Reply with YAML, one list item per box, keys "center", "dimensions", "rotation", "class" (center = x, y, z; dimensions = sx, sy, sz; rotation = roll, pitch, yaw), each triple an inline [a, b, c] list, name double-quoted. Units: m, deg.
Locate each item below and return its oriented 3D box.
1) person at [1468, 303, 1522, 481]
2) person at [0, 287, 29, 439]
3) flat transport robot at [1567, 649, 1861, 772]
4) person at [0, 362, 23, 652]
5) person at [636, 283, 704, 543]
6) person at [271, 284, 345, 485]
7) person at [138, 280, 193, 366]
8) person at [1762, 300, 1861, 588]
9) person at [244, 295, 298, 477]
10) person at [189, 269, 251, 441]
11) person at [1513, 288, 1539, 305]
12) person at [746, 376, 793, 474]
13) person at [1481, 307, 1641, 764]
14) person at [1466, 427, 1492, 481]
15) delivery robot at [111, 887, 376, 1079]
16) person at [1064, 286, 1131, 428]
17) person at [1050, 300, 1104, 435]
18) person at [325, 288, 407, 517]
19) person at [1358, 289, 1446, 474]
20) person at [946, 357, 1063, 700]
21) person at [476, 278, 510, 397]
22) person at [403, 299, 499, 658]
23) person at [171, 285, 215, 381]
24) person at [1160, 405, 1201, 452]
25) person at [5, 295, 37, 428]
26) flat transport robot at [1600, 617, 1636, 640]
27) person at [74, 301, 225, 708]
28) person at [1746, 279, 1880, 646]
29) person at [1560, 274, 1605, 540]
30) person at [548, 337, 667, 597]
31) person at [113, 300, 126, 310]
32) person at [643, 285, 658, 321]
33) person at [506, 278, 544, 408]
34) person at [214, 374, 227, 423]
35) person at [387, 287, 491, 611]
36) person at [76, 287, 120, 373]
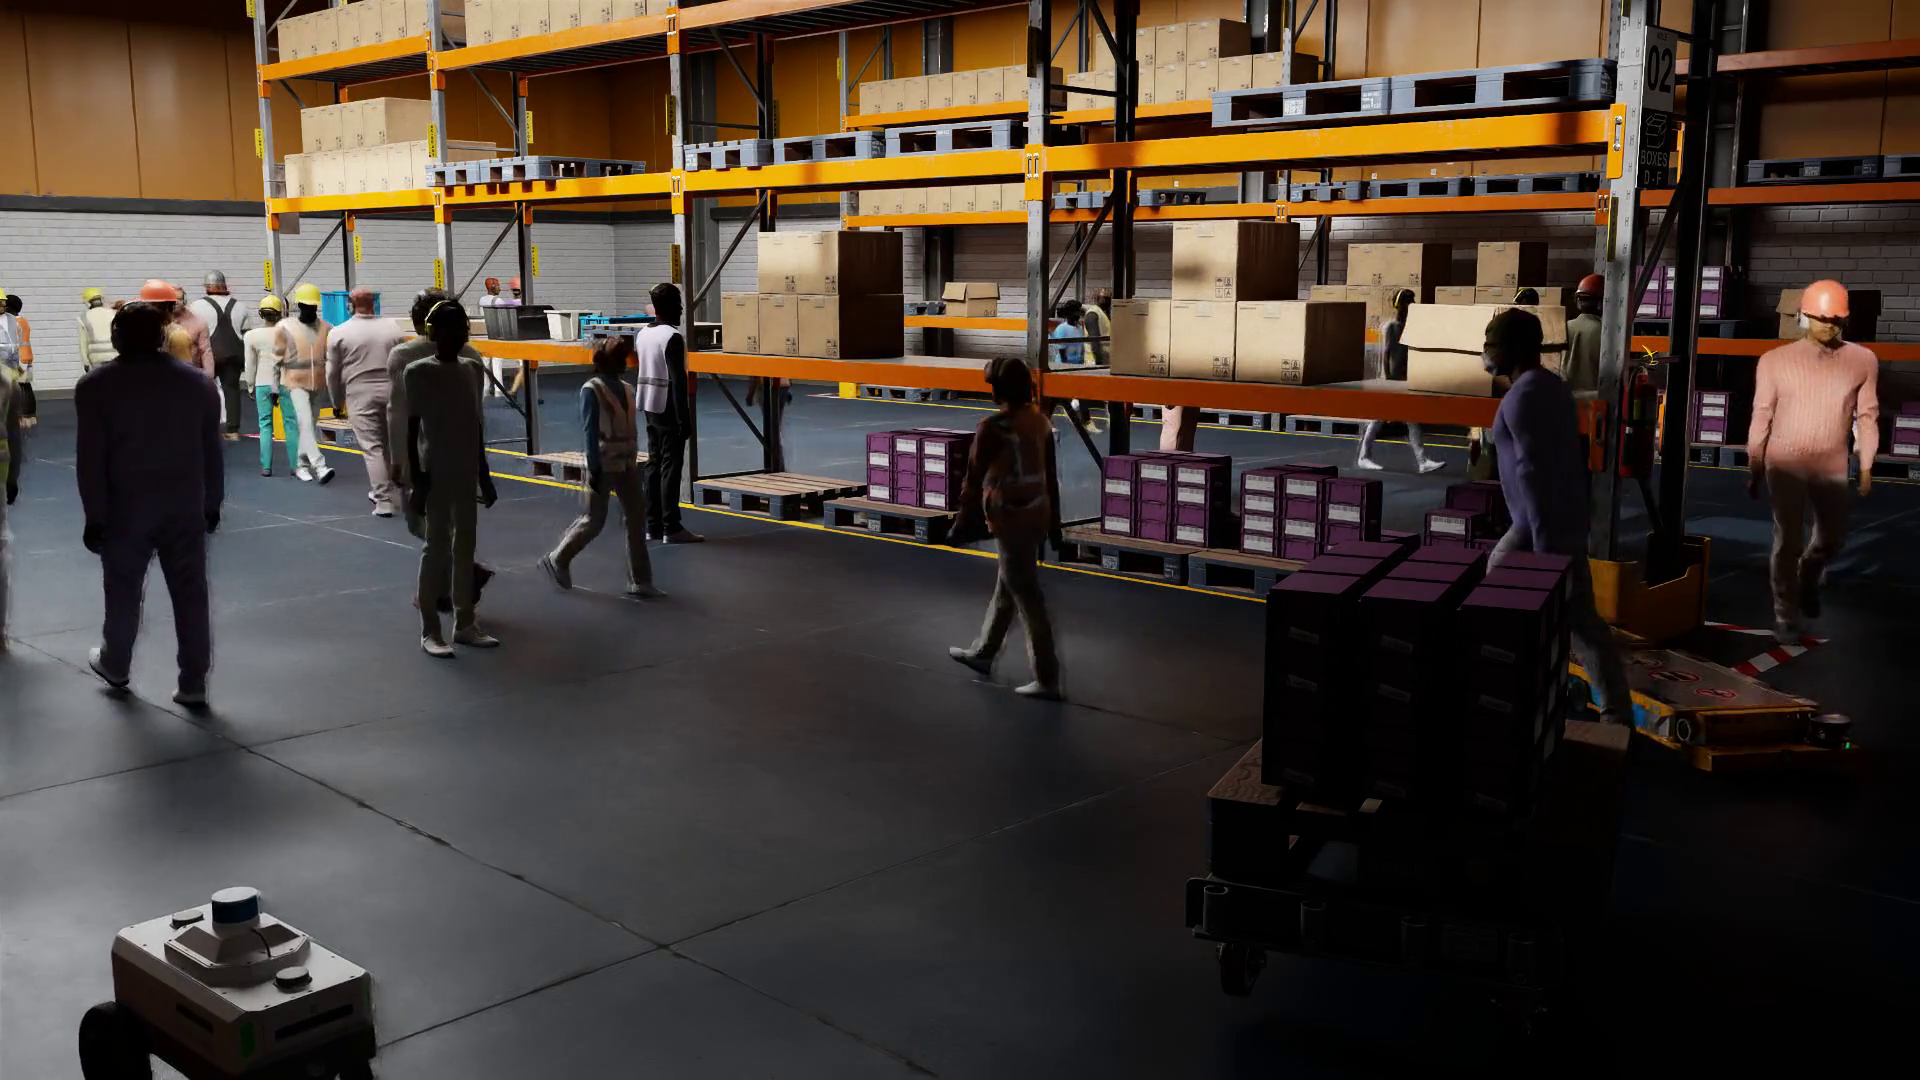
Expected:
- center: [3.697, -0.693, 11.234]
  dimensions: [0.509, 1.800, 0.955]
  rotation: [-6, 11, -32]
  class: "person"
- center: [-11.324, -2.086, 19.639]
  dimensions: [0.404, 1.830, 0.602]
  rotation: [3, 10, 18]
  class: "person"
- center: [3.172, 0.708, 7.283]
  dimensions: [0.652, 0.197, 1.431]
  rotation: [-1, 9, -9]
  class: "flat transport robot"
- center: [-5.360, -0.320, 8.846]
  dimensions: [0.788, 1.817, 0.660]
  rotation: [7, 12, 37]
  class: "person"
- center: [-2.182, -0.933, 12.305]
  dimensions: [0.389, 1.919, 0.592]
  rotation: [-7, 12, -38]
  class: "person"
- center: [-6.075, -1.445, 15.592]
  dimensions: [1.000, 1.865, 0.599]
  rotation: [9, 13, 43]
  class: "person"
- center: [-6.148, -1.038, 12.893]
  dimensions: [0.544, 1.939, 0.354]
  rotation: [7, 12, 39]
  class: "person"
- center: [5.214, -0.579, 10.168]
  dimensions: [0.604, 1.908, 0.488]
  rotation: [4, 10, 23]
  class: "person"
- center: [-6.675, -1.496, 16.224]
  dimensions: [0.533, 1.768, 0.310]
  rotation: [-2, 10, -15]
  class: "person"
- center: [-8.748, -2.184, 19.600]
  dimensions: [0.598, 2.000, 0.713]
  rotation: [9, 13, 44]
  class: "person"
- center: [4.760, -1.209, 14.173]
  dimensions: [0.514, 1.864, 0.332]
  rotation: [-7, 12, -36]
  class: "person"
- center: [-1.848, -1.438, 15.968]
  dimensions: [0.577, 1.729, 0.522]
  rotation: [6, 11, 33]
  class: "person"
- center: [2.385, -0.023, 6.890]
  dimensions: [1.000, 1.878, 0.642]
  rotation: [6, 11, 34]
  class: "person"
- center: [4.088, -0.846, 12.687]
  dimensions: [0.520, 1.615, 0.515]
  rotation: [8, 12, 41]
  class: "person"
- center: [-1.699, 1.066, 3.933]
  dimensions: [0.707, 0.478, 0.477]
  rotation: [8, 12, 40]
  class: "delivery robot"
- center: [1.747, -2.316, 21.130]
  dimensions: [0.818, 1.810, 0.611]
  rotation: [7, 12, 38]
  class: "person"
- center: [1.336, -2.104, 20.350]
  dimensions: [0.831, 1.659, 0.540]
  rotation: [8, 12, 42]
  class: "person"
- center: [-4.911, -1.138, 13.776]
  dimensions: [0.636, 1.855, 0.995]
  rotation: [-8, 12, -40]
  class: "person"
- center: [4.366, -1.564, 16.476]
  dimensions: [0.546, 1.819, 1.005]
  rotation: [-8, 12, -39]
  class: "person"
- center: [0.199, -0.063, 7.949]
  dimensions: [0.825, 1.597, 0.524]
  rotation: [7, 11, 35]
  class: "person"
- center: [-7.419, -3.216, 26.417]
  dimensions: [0.576, 1.881, 0.354]
  rotation: [6, 11, 33]
  class: "person"
- center: [-2.675, -0.327, 8.760]
  dimensions: [0.312, 1.864, 0.532]
  rotation: [6, 11, 33]
  class: "person"
- center: [-7.873, -1.631, 16.789]
  dimensions: [0.654, 1.850, 0.999]
  rotation: [-5, 11, -30]
  class: "person"
- center: [2.041, -1.379, 15.080]
  dimensions: [0.407, 1.908, 0.641]
  rotation: [8, 12, 40]
  class: "person"
- center: [-11.988, -2.268, 21.166]
  dimensions: [0.316, 1.697, 0.542]
  rotation: [-2, 9, -11]
  class: "person"
- center: [2.738, 0.550, 8.249]
  dimensions: [1.431, 0.197, 0.652]
  rotation: [-2, 9, -9]
  class: "flat transport robot"
- center: [-3.821, -0.175, 7.804]
  dimensions: [0.677, 1.863, 0.965]
  rotation: [-9, 13, -43]
  class: "person"
- center: [4.603, -0.425, 9.032]
  dimensions: [0.649, 1.968, 0.677]
  rotation: [2, 10, 13]
  class: "person"
- center: [4.603, -0.955, 12.255]
  dimensions: [0.405, 1.987, 0.608]
  rotation: [-8, 12, -39]
  class: "person"
- center: [-2.201, -0.451, 10.281]
  dimensions: [0.747, 1.614, 0.520]
  rotation: [5, 10, 27]
  class: "person"
- center: [-11.345, -2.456, 22.612]
  dimensions: [0.291, 1.611, 0.633]
  rotation: [-7, 12, -38]
  class: "person"
- center: [-4.904, -3.247, 26.972]
  dimensions: [0.525, 1.765, 0.329]
  rotation: [6, 11, 34]
  class: "person"
- center: [-6.424, -2.885, 24.342]
  dimensions: [0.556, 1.904, 0.932]
  rotation: [5, 11, 28]
  class: "person"
- center: [-9.772, -2.295, 21.598]
  dimensions: [0.509, 1.609, 0.676]
  rotation: [-3, 10, -19]
  class: "person"
- center: [-2.991, -0.498, 9.646]
  dimensions: [0.675, 1.918, 0.639]
  rotation: [6, 11, 34]
  class: "person"
- center: [-10.943, -2.339, 21.328]
  dimensions: [0.641, 1.791, 0.656]
  rotation: [-6, 11, -33]
  class: "person"
